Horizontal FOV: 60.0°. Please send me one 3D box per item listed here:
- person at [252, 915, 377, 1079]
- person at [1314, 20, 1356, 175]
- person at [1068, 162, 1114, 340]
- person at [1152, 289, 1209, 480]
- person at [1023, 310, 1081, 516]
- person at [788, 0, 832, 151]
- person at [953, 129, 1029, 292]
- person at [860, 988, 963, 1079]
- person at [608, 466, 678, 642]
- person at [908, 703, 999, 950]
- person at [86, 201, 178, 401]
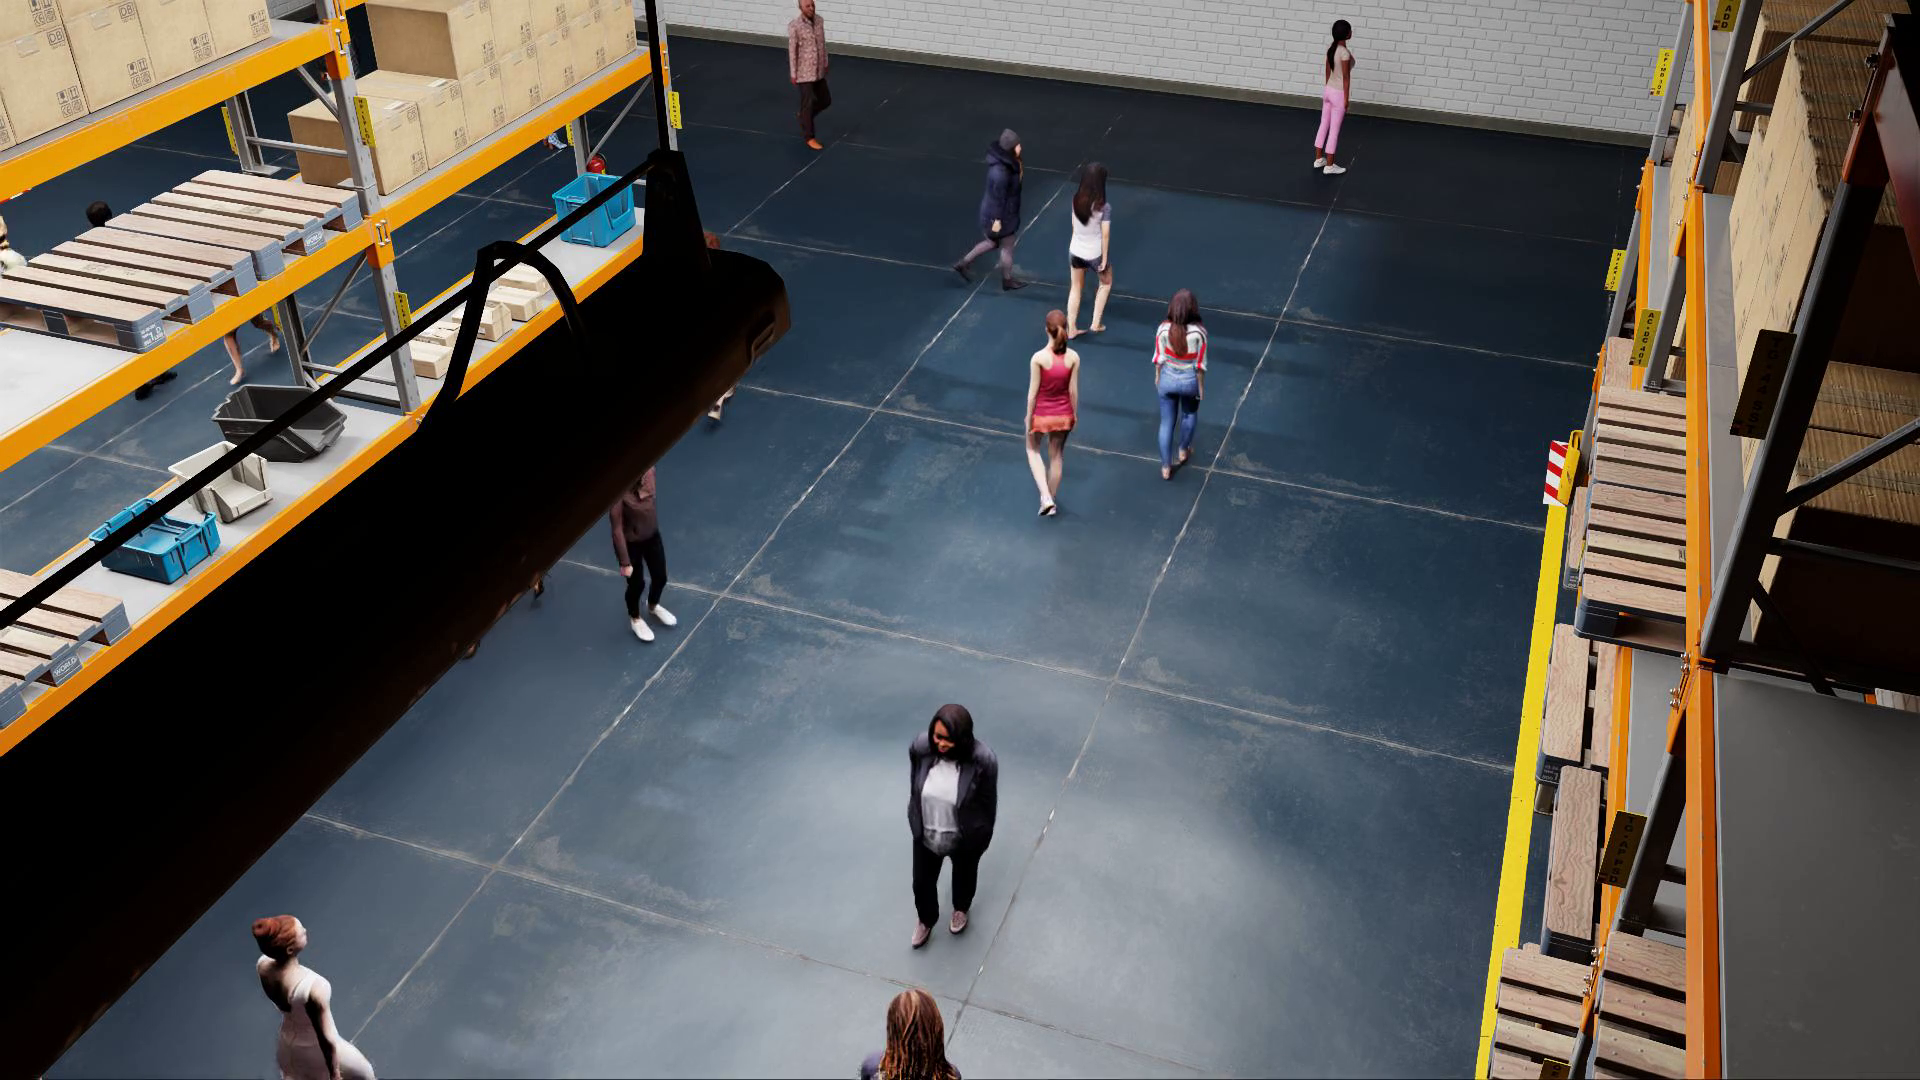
[{"bbox_3d":[-3.064,2.445,7.664,0.688,1.764,0.989,17,37,24],"label":"person"},{"bbox_3d":[4.284,-5.070,18.989,0.709,1.741,0.638,-12,36,-18],"label":"person"},{"bbox_3d":[1.138,-2.631,15.366,0.666,1.690,0.714,19,38,26],"label":"person"},{"bbox_3d":[1.743,-1.212,13.316,0.637,1.596,0.746,8,35,12],"label":"person"},{"bbox_3d":[0.713,-0.903,12.722,0.766,1.739,0.868,-6,34,-9],"label":"person"},{"bbox_3d":[-1.827,-5.568,19.692,0.903,1.792,0.940,-28,43,-35],"label":"person"},{"bbox_3d":[0.303,-3.197,16.253,0.932,1.651,1.014,2,34,3],"label":"person"},{"bbox_3d":[-0.261,2.786,7.257,0.695,1.646,1.122,9,35,13],"label":"person"},{"bbox_3d":[-2.241,-0.010,11.449,0.793,1.662,0.674,15,37,22],"label":"person"},{"bbox_3d":[-0.024,1.522,9.214,0.698,1.585,0.707,7,34,10],"label":"person"},{"bbox_3d":[-7.294,-2.033,14.401,0.729,1.763,0.758,3,34,5],"label":"person"}]
